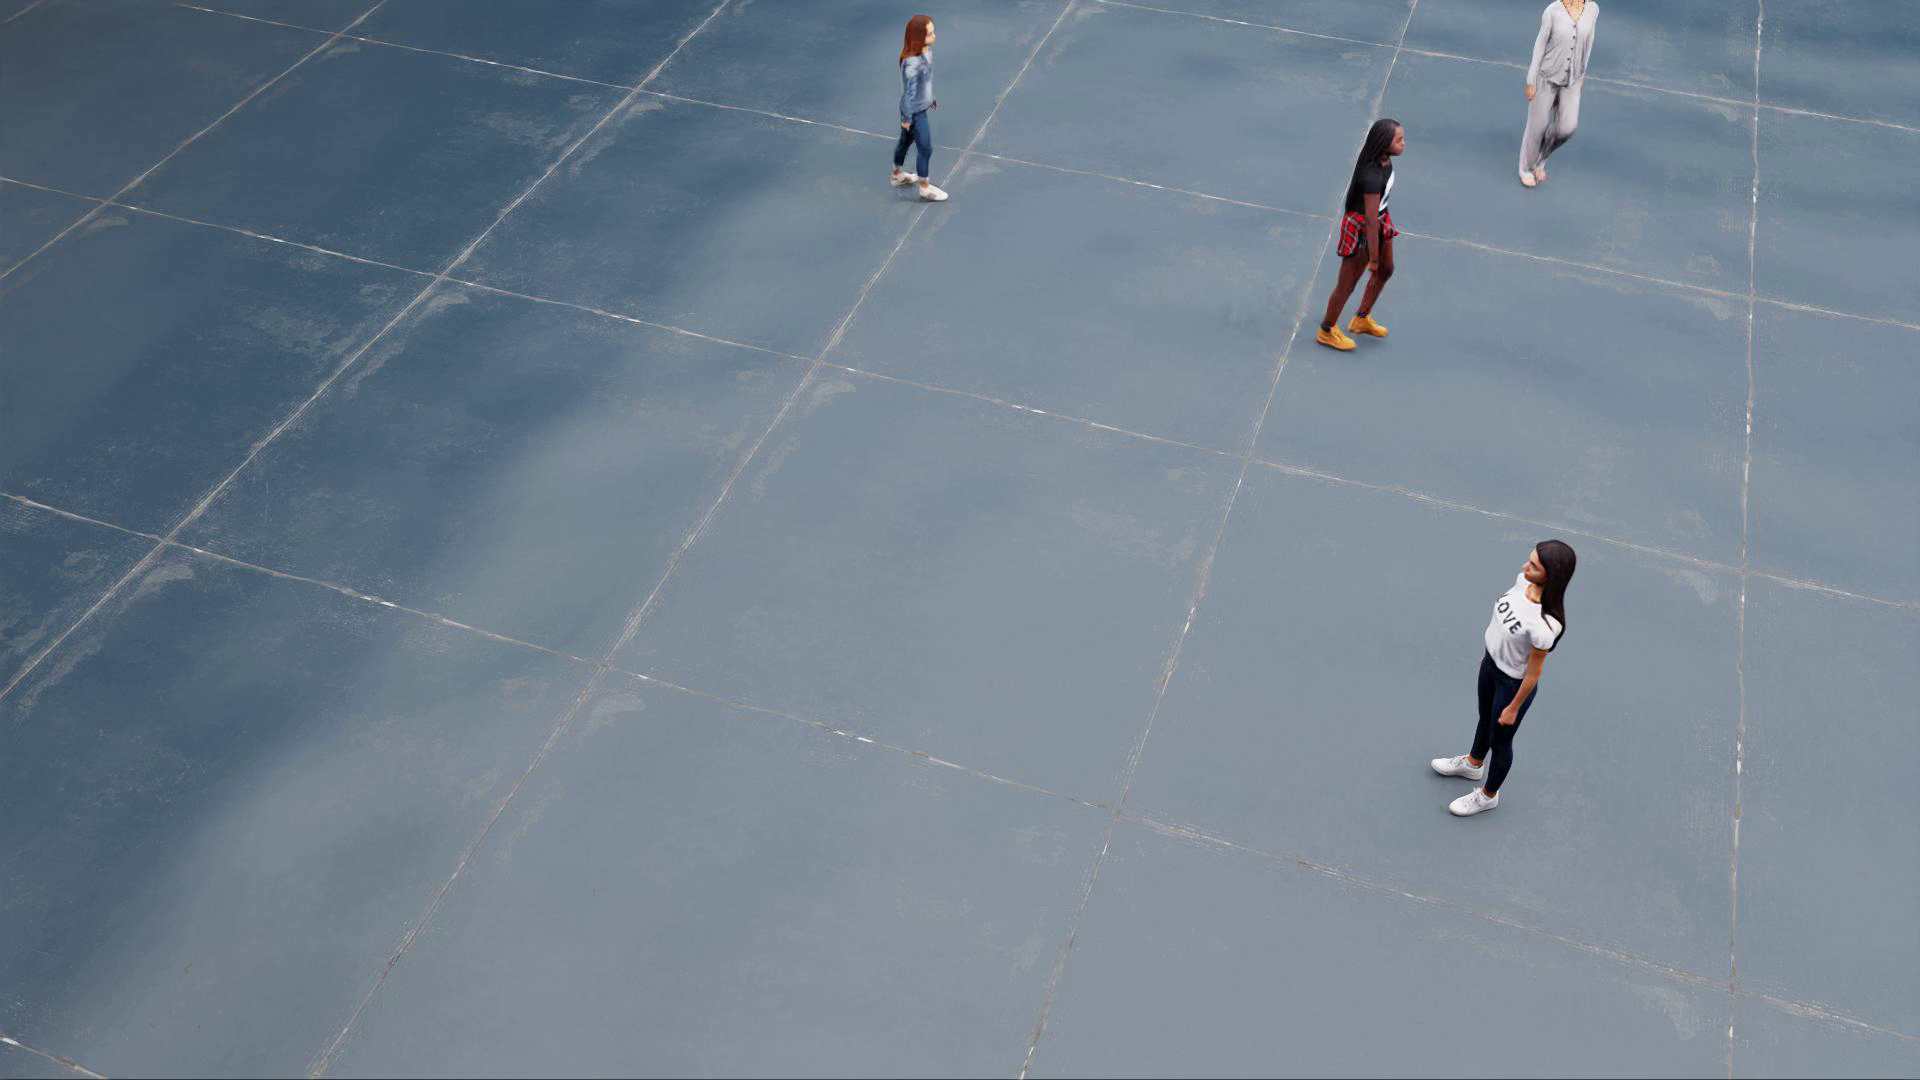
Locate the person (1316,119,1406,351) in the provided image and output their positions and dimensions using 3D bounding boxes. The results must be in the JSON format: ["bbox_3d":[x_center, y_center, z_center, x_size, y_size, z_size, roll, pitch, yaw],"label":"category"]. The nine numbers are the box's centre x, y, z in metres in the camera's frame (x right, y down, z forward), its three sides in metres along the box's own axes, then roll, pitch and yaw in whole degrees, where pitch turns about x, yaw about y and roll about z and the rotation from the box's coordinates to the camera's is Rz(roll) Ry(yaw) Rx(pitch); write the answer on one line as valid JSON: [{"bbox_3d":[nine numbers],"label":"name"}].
[{"bbox_3d":[2.572,-2.002,10.964,0.698,1.708,0.616,11,44,12],"label":"person"}]

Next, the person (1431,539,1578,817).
[{"bbox_3d":[2.668,0.665,8.059,0.642,1.775,0.656,-2,43,-2],"label":"person"}]

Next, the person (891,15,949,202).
[{"bbox_3d":[-0.376,-3.261,12.497,0.748,1.456,0.643,4,43,4],"label":"person"}]

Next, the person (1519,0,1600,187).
[{"bbox_3d":[4.472,-3.526,12.558,0.681,1.761,0.784,-2,43,-2],"label":"person"}]
